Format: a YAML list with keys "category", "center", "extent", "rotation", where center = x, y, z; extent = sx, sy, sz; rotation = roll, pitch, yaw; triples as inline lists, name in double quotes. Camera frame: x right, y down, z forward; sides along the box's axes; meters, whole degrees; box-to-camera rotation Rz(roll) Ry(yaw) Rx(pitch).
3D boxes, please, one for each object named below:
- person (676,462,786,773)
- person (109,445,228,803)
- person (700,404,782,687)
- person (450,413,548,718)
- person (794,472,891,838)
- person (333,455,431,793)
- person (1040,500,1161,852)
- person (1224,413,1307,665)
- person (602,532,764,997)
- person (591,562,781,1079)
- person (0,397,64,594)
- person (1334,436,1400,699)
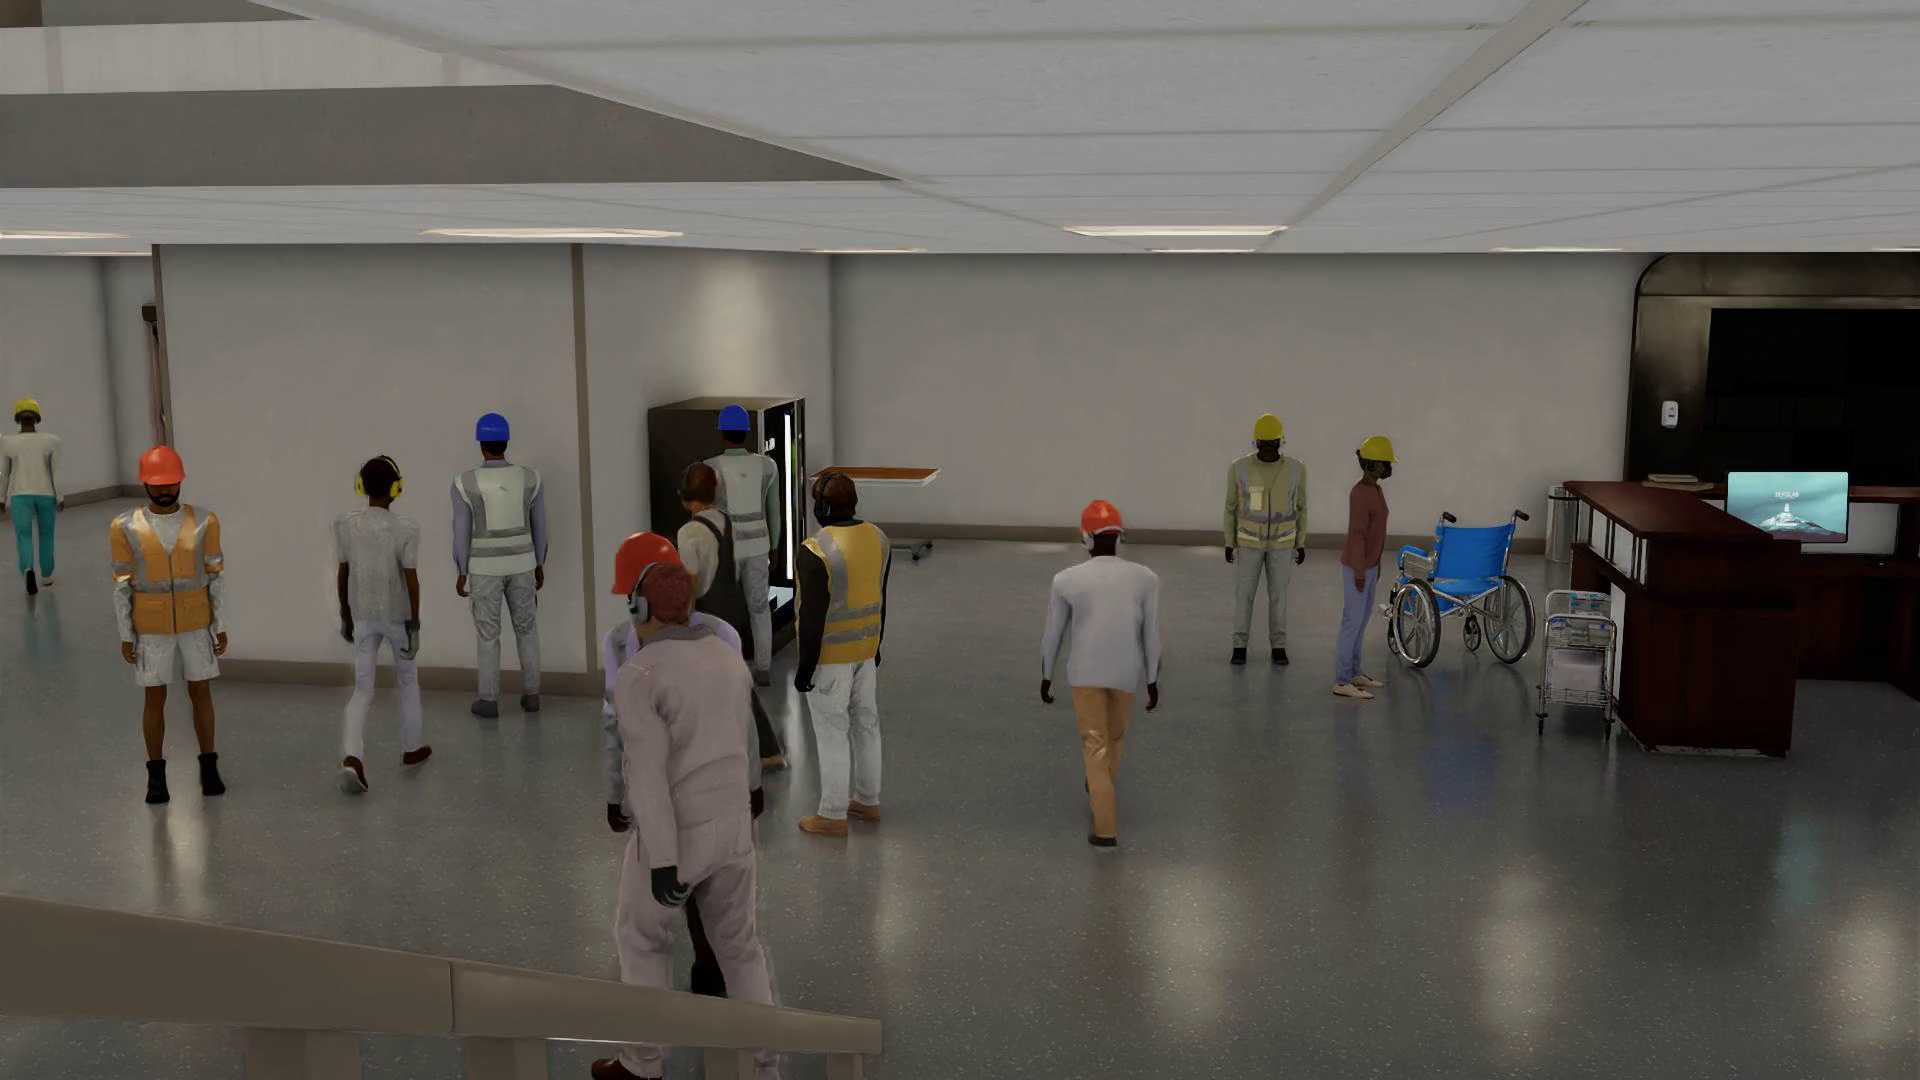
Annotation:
- category: "person"
  center: [-1.432, 0.452, 9.358]
  extent: [0.929, 1.786, 0.533]
  rotation: [5, 10, 26]
- category: "person"
  center: [-4.218, 0.450, 8.920]
  extent: [0.547, 1.928, 0.391]
  rotation: [-5, 11, -30]
- category: "person"
  center: [-1.506, 0.057, 11.274]
  extent: [0.615, 1.947, 0.388]
  rotation: [-5, 11, -29]
- category: "person"
  center: [-2.932, 0.164, 10.614]
  extent: [0.604, 1.949, 0.384]
  rotation: [-6, 11, -32]
- category: "person"
  center: [-0.621, 0.573, 8.425]
  extent: [0.429, 1.841, 0.634]
  rotation: [7, 11, 36]
- category: "person"
  center: [-3.239, 0.448, 9.231]
  extent: [0.519, 1.836, 0.914]
  rotation: [0, 9, -2]
- category: "person"
  center: [0.697, 0.651, 8.380]
  extent: [0.585, 1.699, 0.924]
  rotation: [-2, 9, -13]
- category: "person"
  center: [2.205, -0.003, 12.005]
  extent: [0.600, 1.829, 0.404]
  rotation: [1, 9, 4]
- category: "person"
  center: [-1.054, 0.895, 6.243]
  extent: [0.562, 1.896, 0.690]
  rotation: [4, 10, 21]
- category: "person"
  center: [-0.949, 1.012, 5.721]
  extent: [0.814, 1.842, 0.674]
  rotation: [6, 11, 34]
- category: "person"
  center: [-8.235, -0.400, 14.759]
  extent: [0.533, 1.734, 0.814]
  rotation: [-5, 10, -28]
- category: "person"
  center: [2.736, 0.177, 11.140]
  extent: [0.349, 1.758, 0.521]
  rotation: [5, 10, 26]
